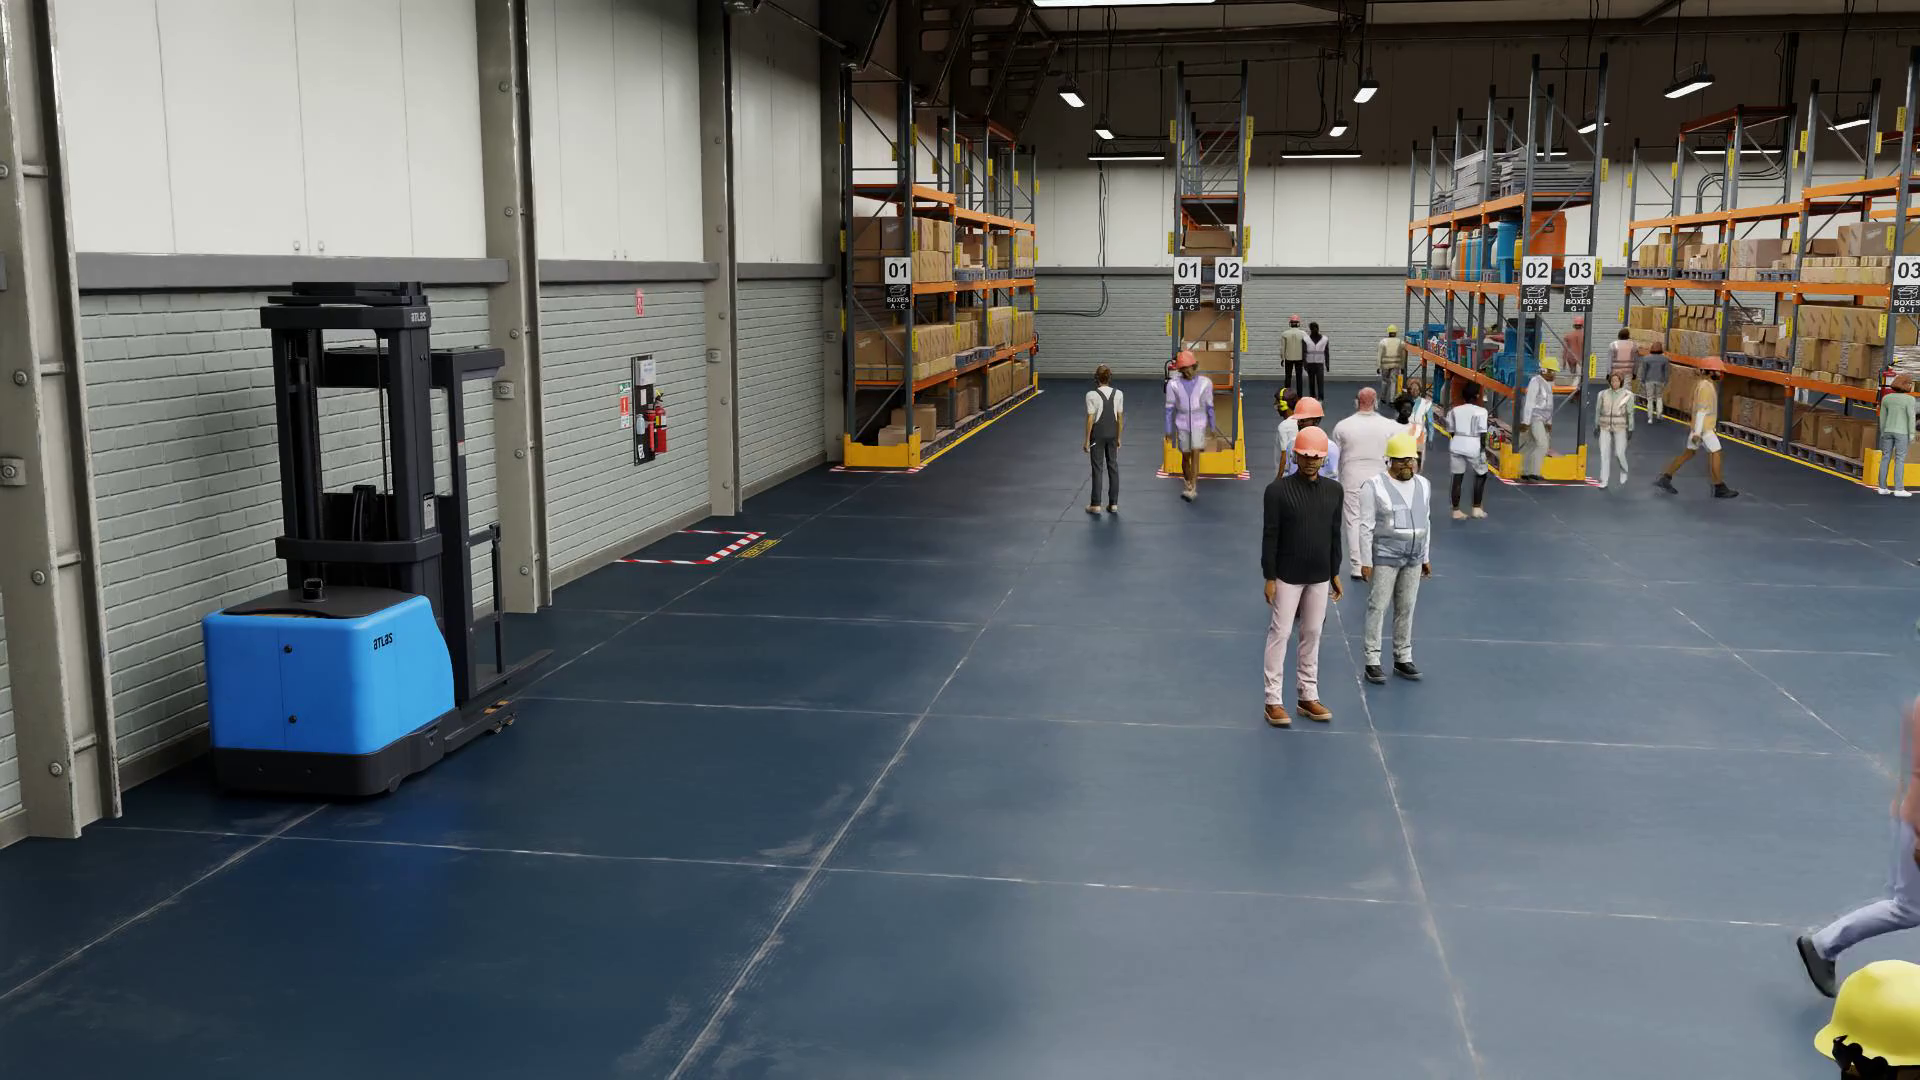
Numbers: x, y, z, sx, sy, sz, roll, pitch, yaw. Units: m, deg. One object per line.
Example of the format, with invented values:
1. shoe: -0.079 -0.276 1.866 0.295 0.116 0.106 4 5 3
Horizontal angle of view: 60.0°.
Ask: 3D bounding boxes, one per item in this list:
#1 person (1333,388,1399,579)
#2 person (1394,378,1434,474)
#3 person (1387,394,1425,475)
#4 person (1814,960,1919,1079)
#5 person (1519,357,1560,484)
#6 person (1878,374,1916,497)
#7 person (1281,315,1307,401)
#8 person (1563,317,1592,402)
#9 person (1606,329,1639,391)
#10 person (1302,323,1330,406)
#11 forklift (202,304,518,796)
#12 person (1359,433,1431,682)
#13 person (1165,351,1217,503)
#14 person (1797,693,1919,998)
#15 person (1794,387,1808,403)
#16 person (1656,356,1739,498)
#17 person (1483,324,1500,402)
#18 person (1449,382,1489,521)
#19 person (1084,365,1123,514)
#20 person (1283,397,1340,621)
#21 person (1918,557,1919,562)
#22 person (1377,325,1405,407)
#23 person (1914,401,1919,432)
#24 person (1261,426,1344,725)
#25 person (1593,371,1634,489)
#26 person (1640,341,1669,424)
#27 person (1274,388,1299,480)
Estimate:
1. person: 3.988 -0.581 16.508 0.669 1.850 0.980 1 9 7
2. person: 5.924 -1.317 21.793 0.521 1.620 0.677 1 9 6
3. person: 4.793 -0.772 18.217 0.540 1.679 0.558 0 9 1
4. person: 1.709 1.635 3.128 0.314 1.767 0.534 -3 10 -19
5. person: 8.234 -1.692 23.552 0.593 1.793 0.613 6 11 33
6. person: 12.573 -1.409 22.307 0.279 1.633 0.497 -4 10 -23
7. person: 7.681 -4.168 38.238 0.608 1.987 0.388 2 9 12
8. person: 14.131 -4.131 38.114 0.620 1.967 0.962 7 12 38
9. person: 13.790 -3.496 34.688 0.655 1.792 0.954 2 9 11
10. person: 7.992 -3.955 37.377 0.605 1.856 0.966 2 9 12
11. forklift: -3.673 -0.038 10.147 1.129 2.768 1.873 1 9 9
12. person: 3.217 0.124 12.240 0.602 1.830 0.404 -3 10 -19
13. person: 3.022 -1.485 21.760 0.681 1.966 1.060 2 9 11
14. person: 3.819 1.090 6.577 0.531 1.738 0.785 -7 12 -39
15. person: 17.540 -3.549 34.736 0.584 1.883 0.341 -2 10 -14
16. person: 9.910 -1.529 22.299 1.008 1.892 0.541 3 10 17
17. person: 12.146 -4.036 37.999 0.550 1.803 1.030 1 9 4
18. person: 6.176 -1.070 20.057 0.622 1.672 0.563 -7 12 -38
19. person: 1.781 -1.258 20.728 0.507 1.846 0.346 -3 10 -20
20. person: 2.974 -0.259 14.282 0.362 1.938 0.545 -8 12 -41
21. person: 10.184 -0.712 17.008 0.601 1.958 0.380 9 13 43
22. person: 9.606 -3.888 37.105 0.621 1.785 0.928 1 9 8
23. person: 15.870 -2.414 27.735 0.589 1.894 0.964 3 10 16
24. person: 2.295 0.230 11.097 0.612 1.991 0.392 -4 10 -21
25. person: 9.104 -1.538 23.140 0.526 1.624 0.513 7 11 37
26. person: 13.687 -3.102 32.786 0.500 1.619 0.429 2 10 15
27. person: 3.235 -0.576 16.465 0.326 1.865 0.518 7 11 37
